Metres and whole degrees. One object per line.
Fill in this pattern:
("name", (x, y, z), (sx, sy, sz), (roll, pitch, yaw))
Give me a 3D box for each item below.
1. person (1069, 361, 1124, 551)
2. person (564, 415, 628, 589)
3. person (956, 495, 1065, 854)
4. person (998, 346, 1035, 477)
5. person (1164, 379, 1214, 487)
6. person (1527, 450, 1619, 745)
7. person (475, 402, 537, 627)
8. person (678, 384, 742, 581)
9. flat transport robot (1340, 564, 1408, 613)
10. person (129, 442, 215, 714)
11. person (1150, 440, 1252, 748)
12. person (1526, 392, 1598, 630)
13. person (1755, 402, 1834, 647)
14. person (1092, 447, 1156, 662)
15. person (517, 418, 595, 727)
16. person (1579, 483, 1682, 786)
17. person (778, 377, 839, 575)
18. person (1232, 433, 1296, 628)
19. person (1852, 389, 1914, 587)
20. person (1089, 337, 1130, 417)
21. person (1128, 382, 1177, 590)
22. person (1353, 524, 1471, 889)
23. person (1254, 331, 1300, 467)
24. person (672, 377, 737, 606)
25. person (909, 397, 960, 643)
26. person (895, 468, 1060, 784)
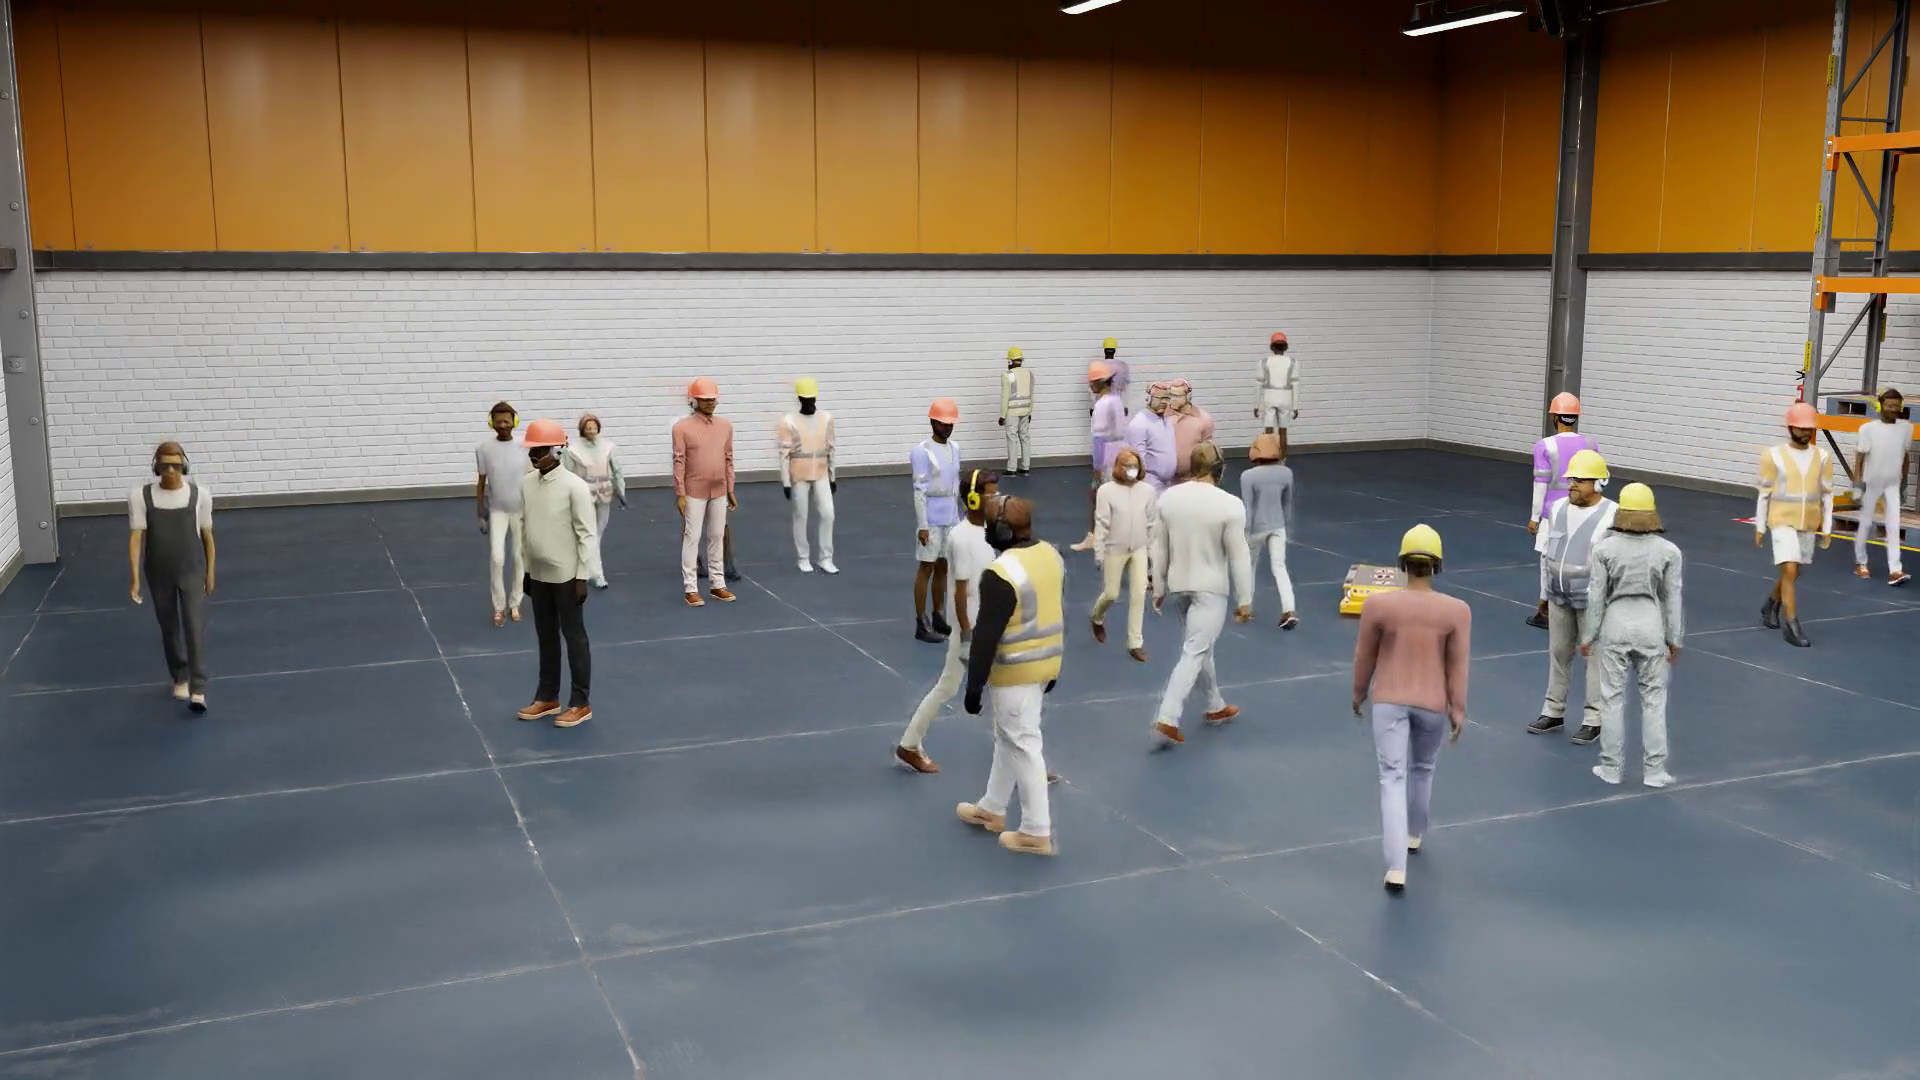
("person", (1.592, -0.827, 16.996), (0.914, 2.015, 0.622), (3, 10, 20))
("person", (-3.393, -0.372, 15.448), (0.524, 1.589, 0.856), (-6, 11, -32))
("person", (0.176, 0.668, 8.463), (0.749, 1.813, 0.646), (6, 11, 30))
("person", (0.776, -1.793, 23.332), (0.587, 1.835, 0.403), (-8, 12, -39))
("person", (2.068, -0.573, 15.739), (0.642, 1.902, 0.399), (2, 10, 13))
("person", (3.855, 0.349, 10.352), (0.404, 1.835, 0.587), (-6, 11, -34))
("person", (-3.699, -0.206, 13.702), (0.514, 1.848, 0.712), (-3, 10, -18))
("person", (-2.362, -0.537, 15.546), (0.559, 1.884, 0.888), (-6, 11, -33))
("flat transport robot", (3.723, 0.428, 14.596), (0.652, 0.197, 1.431), (3, 10, 17))
("person", (-5.232, 0.250, 11.081), (0.517, 1.792, 0.976), (-4, 10, -21))
("person", (1.481, 0.318, 10.379), (0.650, 1.896, 1.024), (9, 13, 43))
("person", (4.893, -0.233, 13.566), (0.544, 1.939, 0.355), (-2, 10, -11))
("person", (6.625, -0.159, 13.247), (0.553, 1.901, 0.949), (1, 9, 3))
("person", (1.229, 0.081, 12.658), (0.507, 1.610, 0.697), (-3, 10, -18))
("person", (-2.619, 0.207, 10.725), (0.612, 1.995, 0.393), (7, 11, 35))
("person", (3.862, 0.545, 9.493), (0.597, 1.734, 0.337), (2, 10, 14))
("person", (-1.412, -0.603, 15.906), (0.609, 1.896, 0.749), (-5, 11, -27))
("person", (2.538, -0.081, 13.702), (0.505, 1.602, 0.849), (-3, 10, -17))
("person", (8.604, -0.492, 15.499), (0.557, 1.815, 0.983), (1, 9, 8))
("person", (2.173, -1.988, 24.234), (0.593, 1.926, 0.366), (-1, 9, -6))
("person", (1.796, -0.505, 15.321), (0.400, 1.903, 0.645), (6, 11, 32))
("person", (2.181, 0.784, 8.077), (0.530, 1.726, 0.907), (1, 9, 8))
("person", (4.541, -1.966, 23.831), (0.626, 2.046, 0.600), (2, 10, 10))
("person", (-2.229, -0.428, 14.573), (0.612, 1.995, 0.376), (-8, 12, -40))
("person", (-0.153, -0.163, 13.161), (0.376, 1.933, 0.544), (7, 12, 36))
("person", (0.054, 0.492, 9.542), (0.988, 1.833, 0.534), (4, 10, 22))
